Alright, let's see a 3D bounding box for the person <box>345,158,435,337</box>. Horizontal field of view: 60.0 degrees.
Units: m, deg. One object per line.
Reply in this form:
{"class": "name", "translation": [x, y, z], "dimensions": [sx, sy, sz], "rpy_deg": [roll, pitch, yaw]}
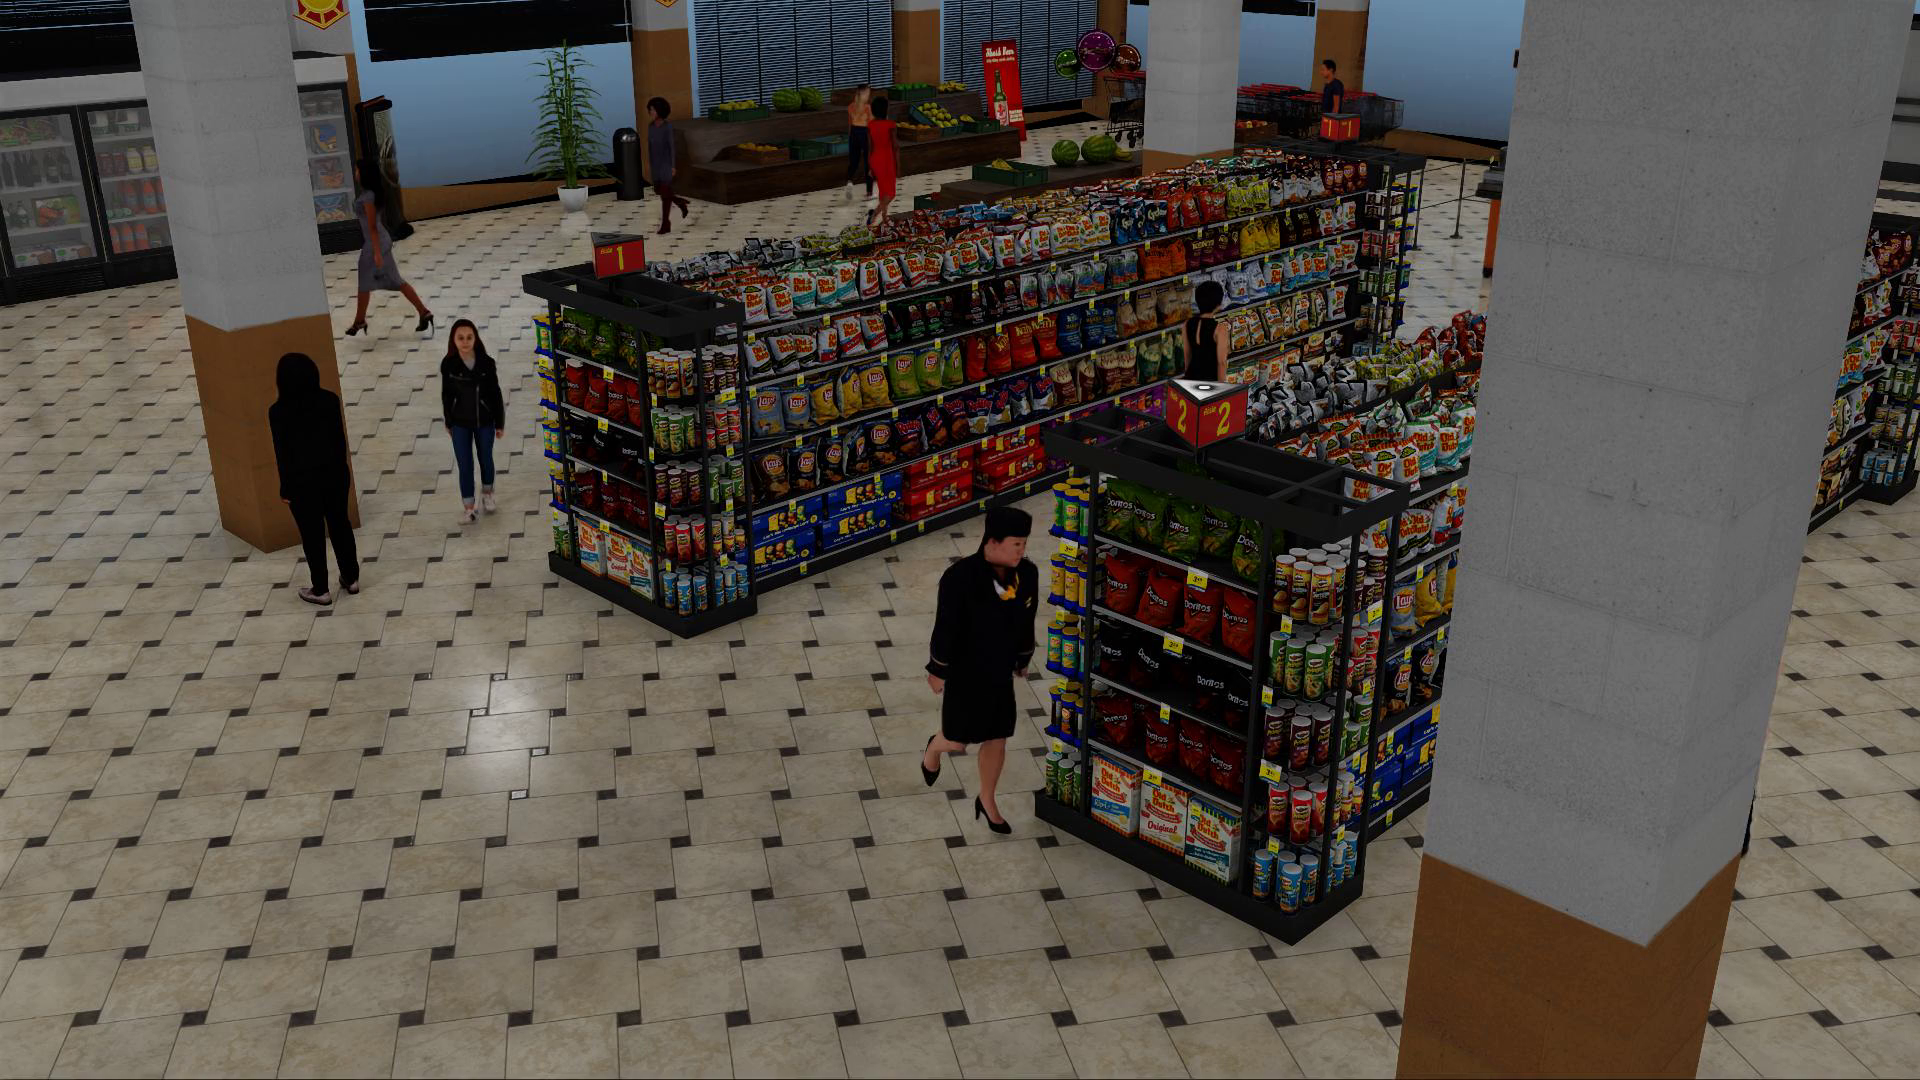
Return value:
{"class": "person", "translation": [-5.593, -2.819, 16.287], "dimensions": [1.142, 1.737, 1.076], "rpy_deg": [0, 22, 0]}

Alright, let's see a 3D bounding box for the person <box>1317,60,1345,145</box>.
{"class": "person", "translation": [5.600, -6.177, 24.629], "dimensions": [1.205, 1.748, 0.982], "rpy_deg": [-8, 23, -20]}

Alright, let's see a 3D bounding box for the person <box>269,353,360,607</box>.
{"class": "person", "translation": [-4.032, -0.391, 10.405], "dimensions": [0.731, 1.616, 0.595], "rpy_deg": [16, 27, 34]}

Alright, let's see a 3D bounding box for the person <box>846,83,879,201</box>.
{"class": "person", "translation": [-1.407, -5.524, 23.180], "dimensions": [0.840, 1.616, 1.027], "rpy_deg": [8, 23, 20]}

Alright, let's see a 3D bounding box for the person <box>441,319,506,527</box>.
{"class": "person", "translation": [-3.453, -0.866, 11.806], "dimensions": [0.904, 1.454, 0.894], "rpy_deg": [-5, 22, -12]}

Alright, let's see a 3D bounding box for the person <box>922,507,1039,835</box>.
{"class": "person", "translation": [0.068, 0.599, 7.901], "dimensions": [0.908, 1.647, 0.921], "rpy_deg": [-10, 24, -23]}

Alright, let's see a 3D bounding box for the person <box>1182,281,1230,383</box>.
{"class": "person", "translation": [1.725, -1.076, 12.150], "dimensions": [0.588, 1.587, 0.569], "rpy_deg": [20, 29, 41]}

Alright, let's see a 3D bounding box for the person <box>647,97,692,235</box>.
{"class": "person", "translation": [-3.716, -4.768, 21.196], "dimensions": [0.677, 1.693, 0.941], "rpy_deg": [14, 26, 32]}

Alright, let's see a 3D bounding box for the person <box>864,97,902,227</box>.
{"class": "person", "translation": [-0.991, -4.645, 20.847], "dimensions": [0.706, 1.724, 0.989], "rpy_deg": [12, 25, 28]}
